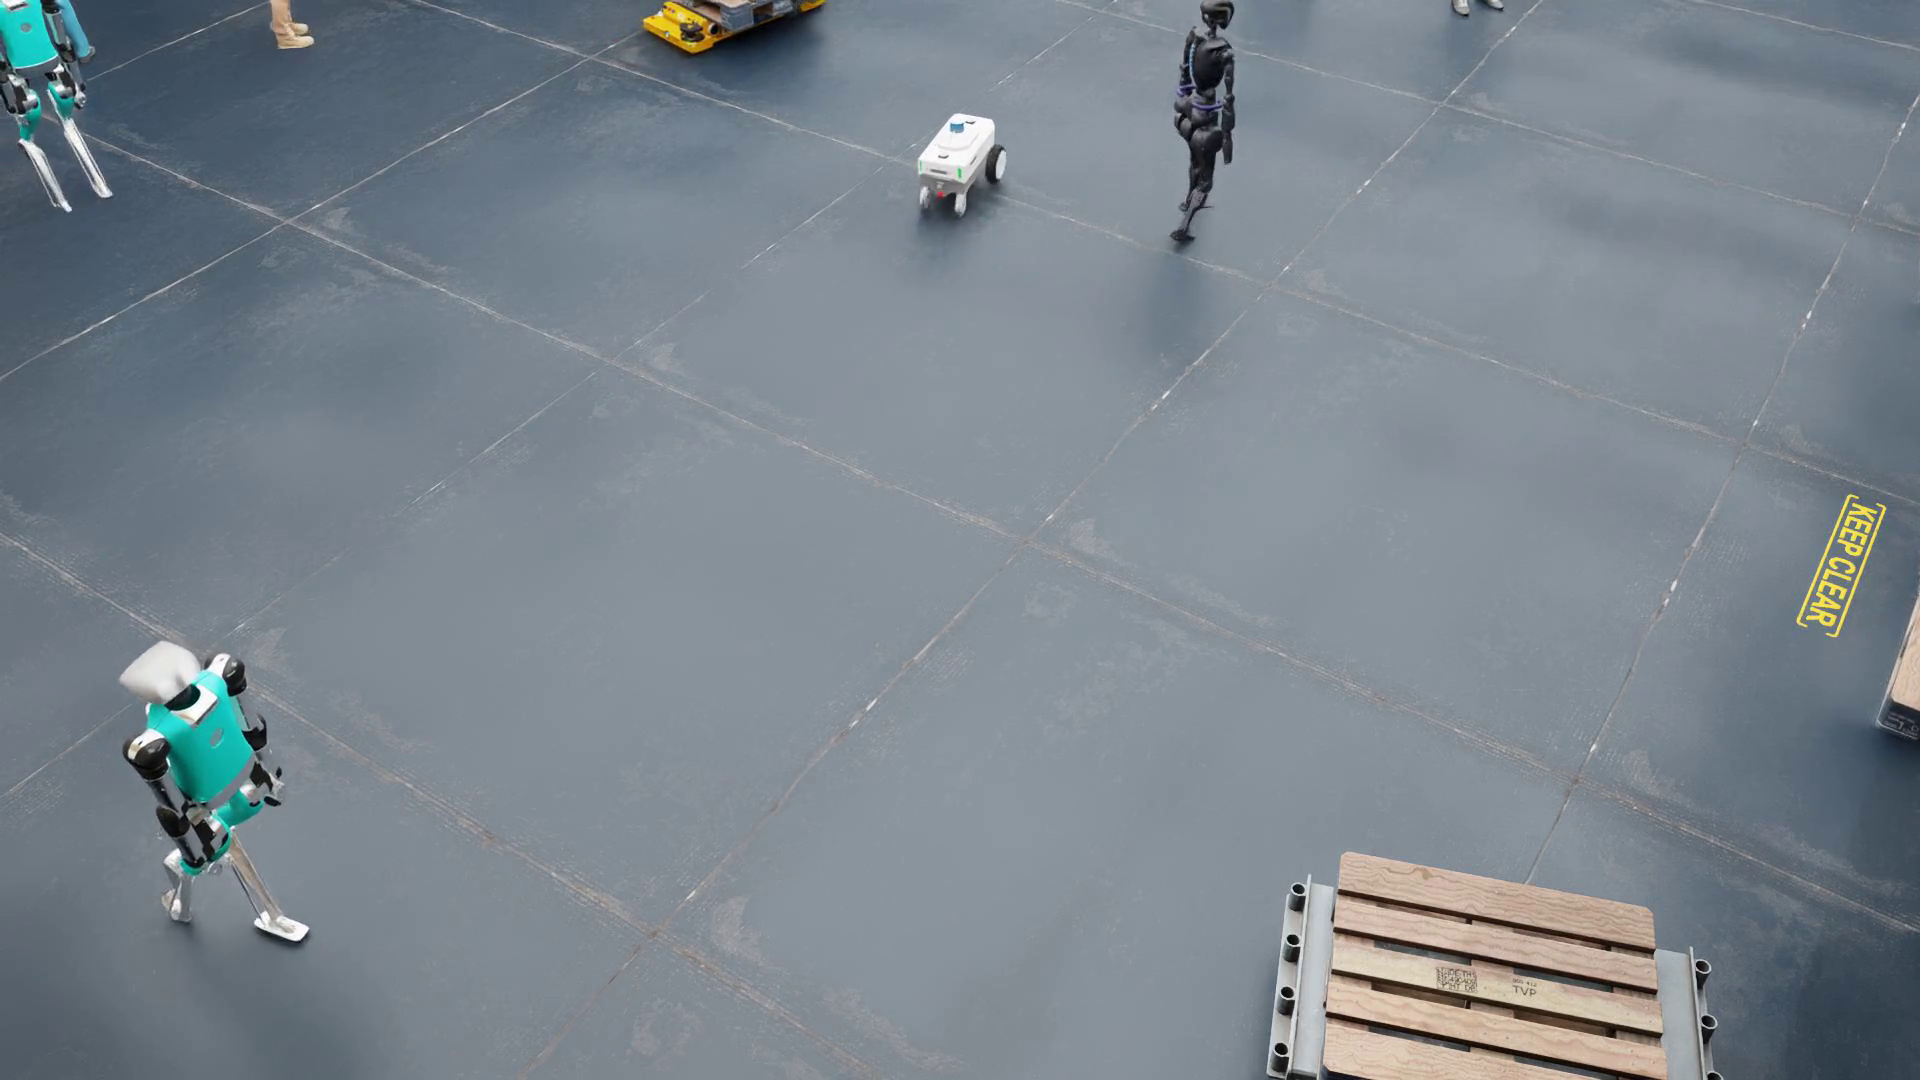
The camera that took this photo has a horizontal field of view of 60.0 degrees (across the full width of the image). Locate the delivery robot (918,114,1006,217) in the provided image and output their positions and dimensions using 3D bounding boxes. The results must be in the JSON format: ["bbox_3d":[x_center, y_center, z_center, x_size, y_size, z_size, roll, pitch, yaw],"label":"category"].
[{"bbox_3d":[-0.022,-2.641,11.510,0.499,0.580,0.756,14,44,15],"label":"delivery robot"}]

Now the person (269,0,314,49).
[{"bbox_3d":[-5.355,-4.667,12.920,0.441,1.716,0.488,-14,44,-16],"label":"person"}]

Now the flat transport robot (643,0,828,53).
[{"bbox_3d":[-1.842,-4.405,13.709,1.431,0.231,0.659,-33,51,-31],"label":"flat transport robot"}]

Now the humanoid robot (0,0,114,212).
[{"bbox_3d":[-6.147,-3.019,11.048,0.530,1.767,0.732,-33,51,-31],"label":"humanoid robot"}]

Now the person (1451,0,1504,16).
[{"bbox_3d":[4.341,-5.226,13.374,0.552,1.940,0.431,-12,43,-14],"label":"person"}]

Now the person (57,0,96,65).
[{"bbox_3d":[-7.097,-4.453,12.578,0.563,1.847,0.391,-16,44,-17],"label":"person"}]

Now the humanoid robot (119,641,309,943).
[{"bbox_3d":[-3.083,1.030,6.581,0.855,1.851,0.557,16,44,17],"label":"humanoid robot"}]

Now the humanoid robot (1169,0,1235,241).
[{"bbox_3d":[1.583,-2.765,10.840,0.537,1.625,0.614,-19,45,-20],"label":"humanoid robot"}]
